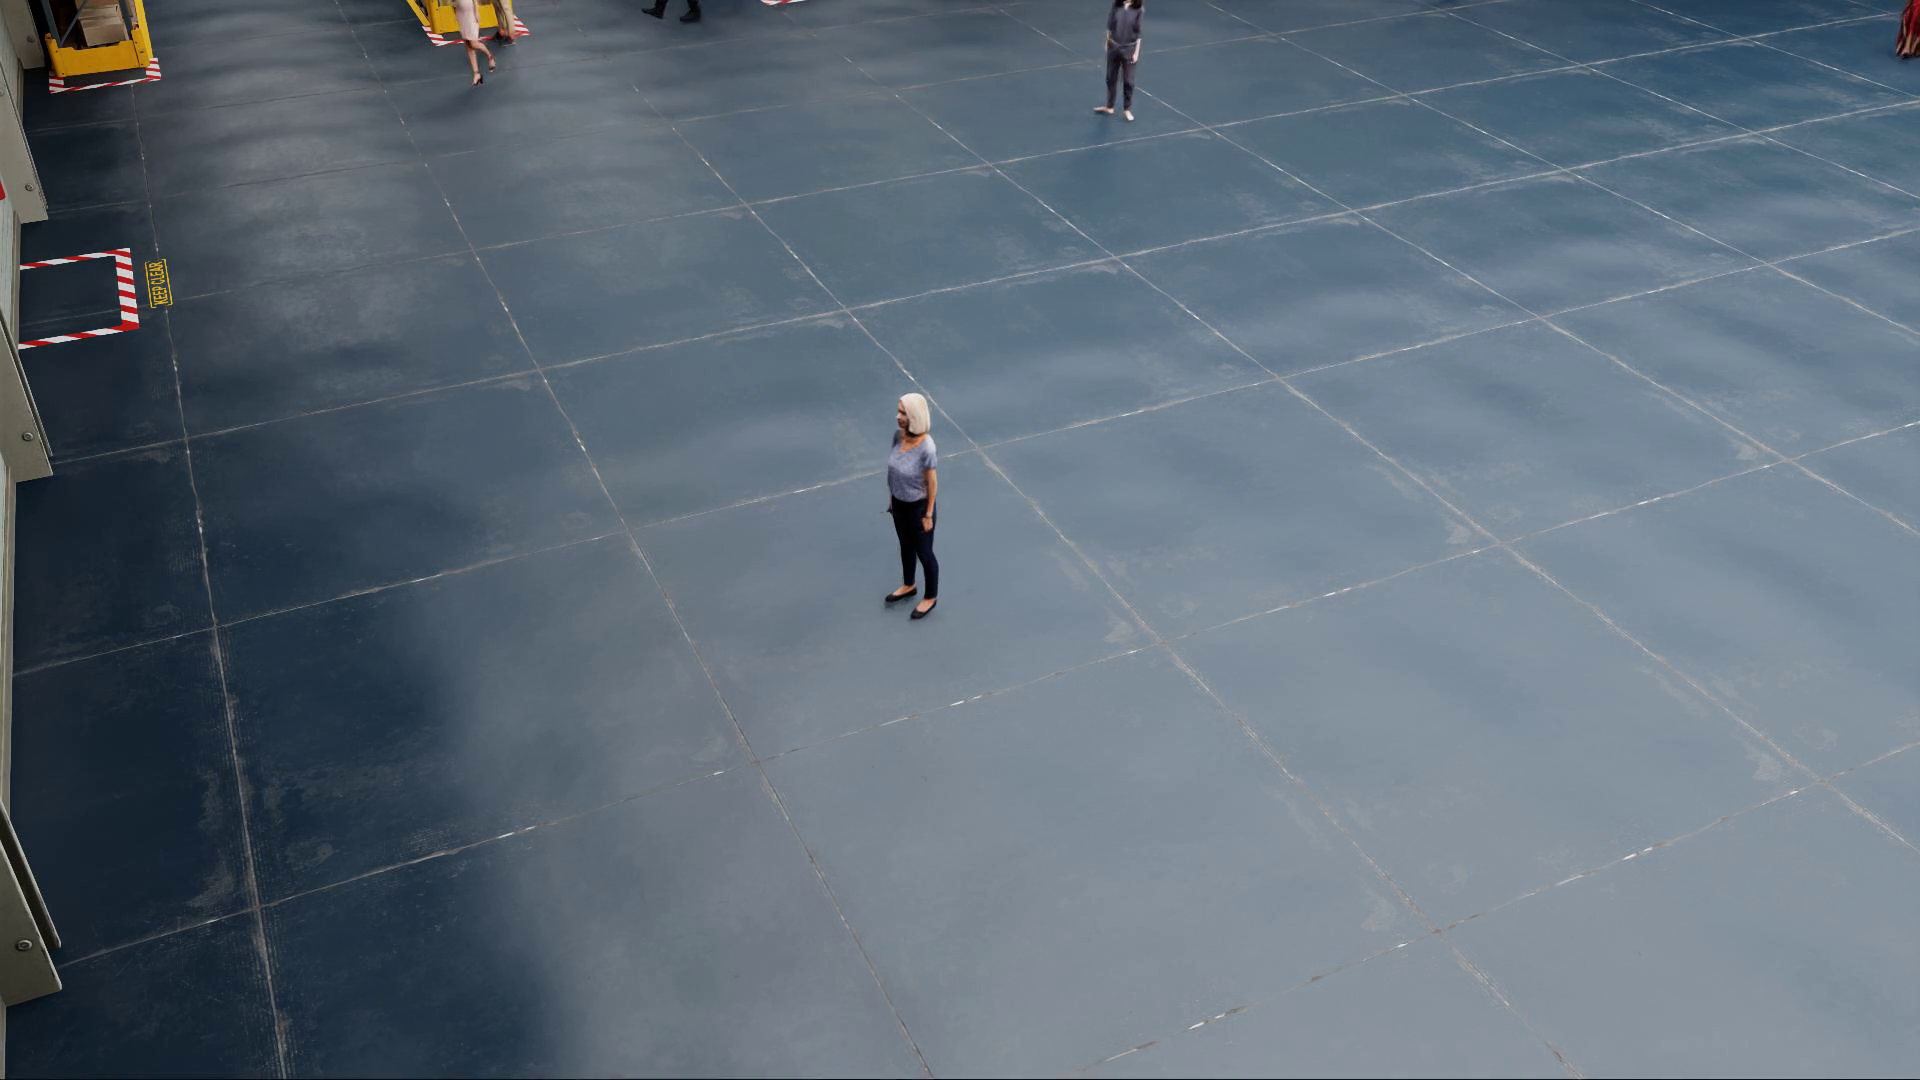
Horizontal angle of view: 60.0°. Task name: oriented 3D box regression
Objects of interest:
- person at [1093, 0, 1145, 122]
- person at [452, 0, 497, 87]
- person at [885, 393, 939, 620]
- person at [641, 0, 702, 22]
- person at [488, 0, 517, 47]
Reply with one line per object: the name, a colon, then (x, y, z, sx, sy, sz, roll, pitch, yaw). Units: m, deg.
person: (1.969, -6.050, 20.454, 0.765, 1.728, 0.895, 24, 40, 32)
person: (-6.321, -6.830, 21.569, 0.823, 1.820, 0.864, 16, 36, 23)
person: (-0.315, -0.254, 11.548, 0.698, 1.721, 0.536, -25, 41, -33)
person: (-3.984, -8.400, 24.003, 0.792, 1.799, 1.013, -13, 35, -19)
person: (-6.446, -7.834, 23.077, 0.756, 1.859, 0.553, -24, 40, -32)
